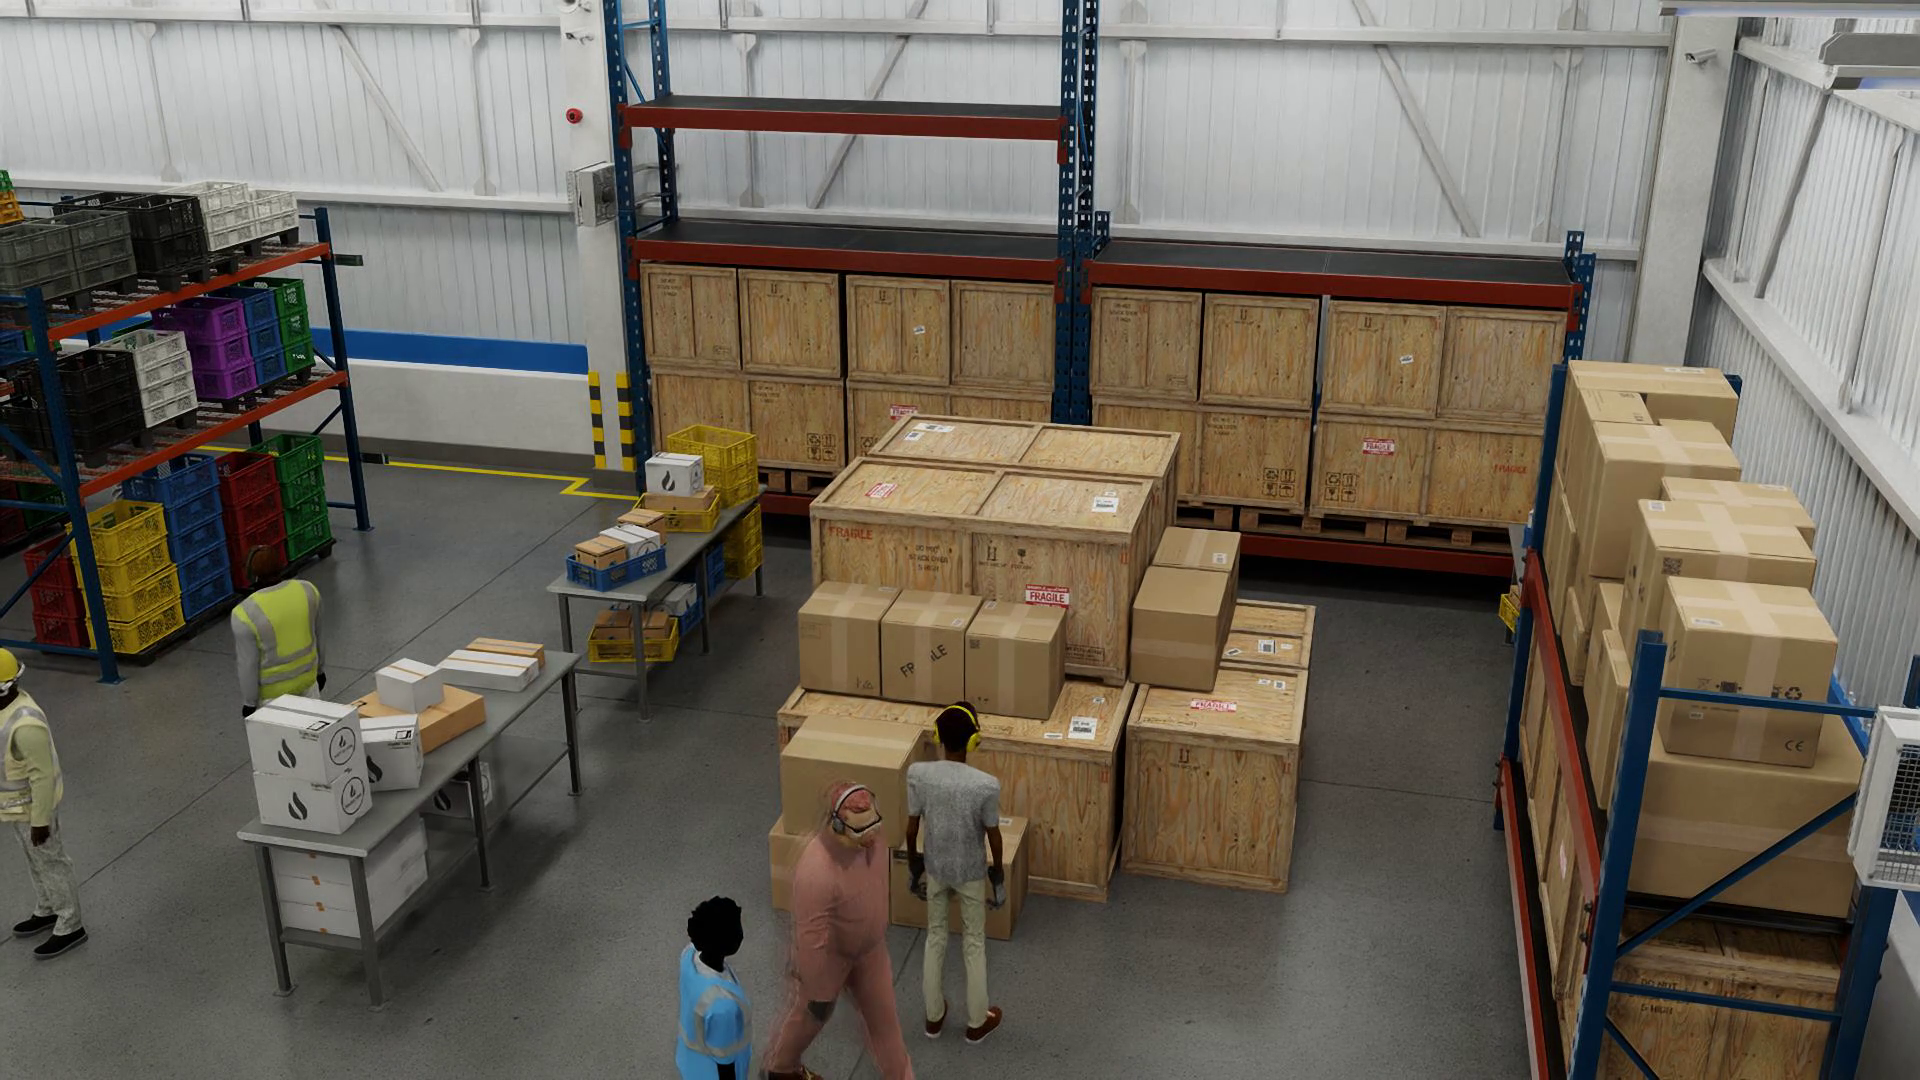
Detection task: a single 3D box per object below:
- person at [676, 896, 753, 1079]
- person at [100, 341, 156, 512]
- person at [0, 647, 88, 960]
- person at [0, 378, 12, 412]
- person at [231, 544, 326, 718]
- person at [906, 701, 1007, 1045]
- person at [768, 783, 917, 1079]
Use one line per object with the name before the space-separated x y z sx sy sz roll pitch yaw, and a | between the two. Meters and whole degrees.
person | -1.035 2.269 7.100 0.320 1.690 0.537 -9 23 -22
person | -7.448 -0.827 14.854 0.628 1.940 0.373 5 21 13
person | -5.137 1.421 9.115 0.404 1.835 0.586 -19 28 -40
person | -10.585 -2.136 18.380 0.340 1.872 0.576 -11 24 -27
person | -4.266 0.900 10.470 0.429 1.841 0.634 12 24 28
person | -0.019 1.679 8.395 0.533 1.868 0.310 6 22 16
person | -0.525 1.920 7.813 1.008 1.837 0.714 13 24 30
